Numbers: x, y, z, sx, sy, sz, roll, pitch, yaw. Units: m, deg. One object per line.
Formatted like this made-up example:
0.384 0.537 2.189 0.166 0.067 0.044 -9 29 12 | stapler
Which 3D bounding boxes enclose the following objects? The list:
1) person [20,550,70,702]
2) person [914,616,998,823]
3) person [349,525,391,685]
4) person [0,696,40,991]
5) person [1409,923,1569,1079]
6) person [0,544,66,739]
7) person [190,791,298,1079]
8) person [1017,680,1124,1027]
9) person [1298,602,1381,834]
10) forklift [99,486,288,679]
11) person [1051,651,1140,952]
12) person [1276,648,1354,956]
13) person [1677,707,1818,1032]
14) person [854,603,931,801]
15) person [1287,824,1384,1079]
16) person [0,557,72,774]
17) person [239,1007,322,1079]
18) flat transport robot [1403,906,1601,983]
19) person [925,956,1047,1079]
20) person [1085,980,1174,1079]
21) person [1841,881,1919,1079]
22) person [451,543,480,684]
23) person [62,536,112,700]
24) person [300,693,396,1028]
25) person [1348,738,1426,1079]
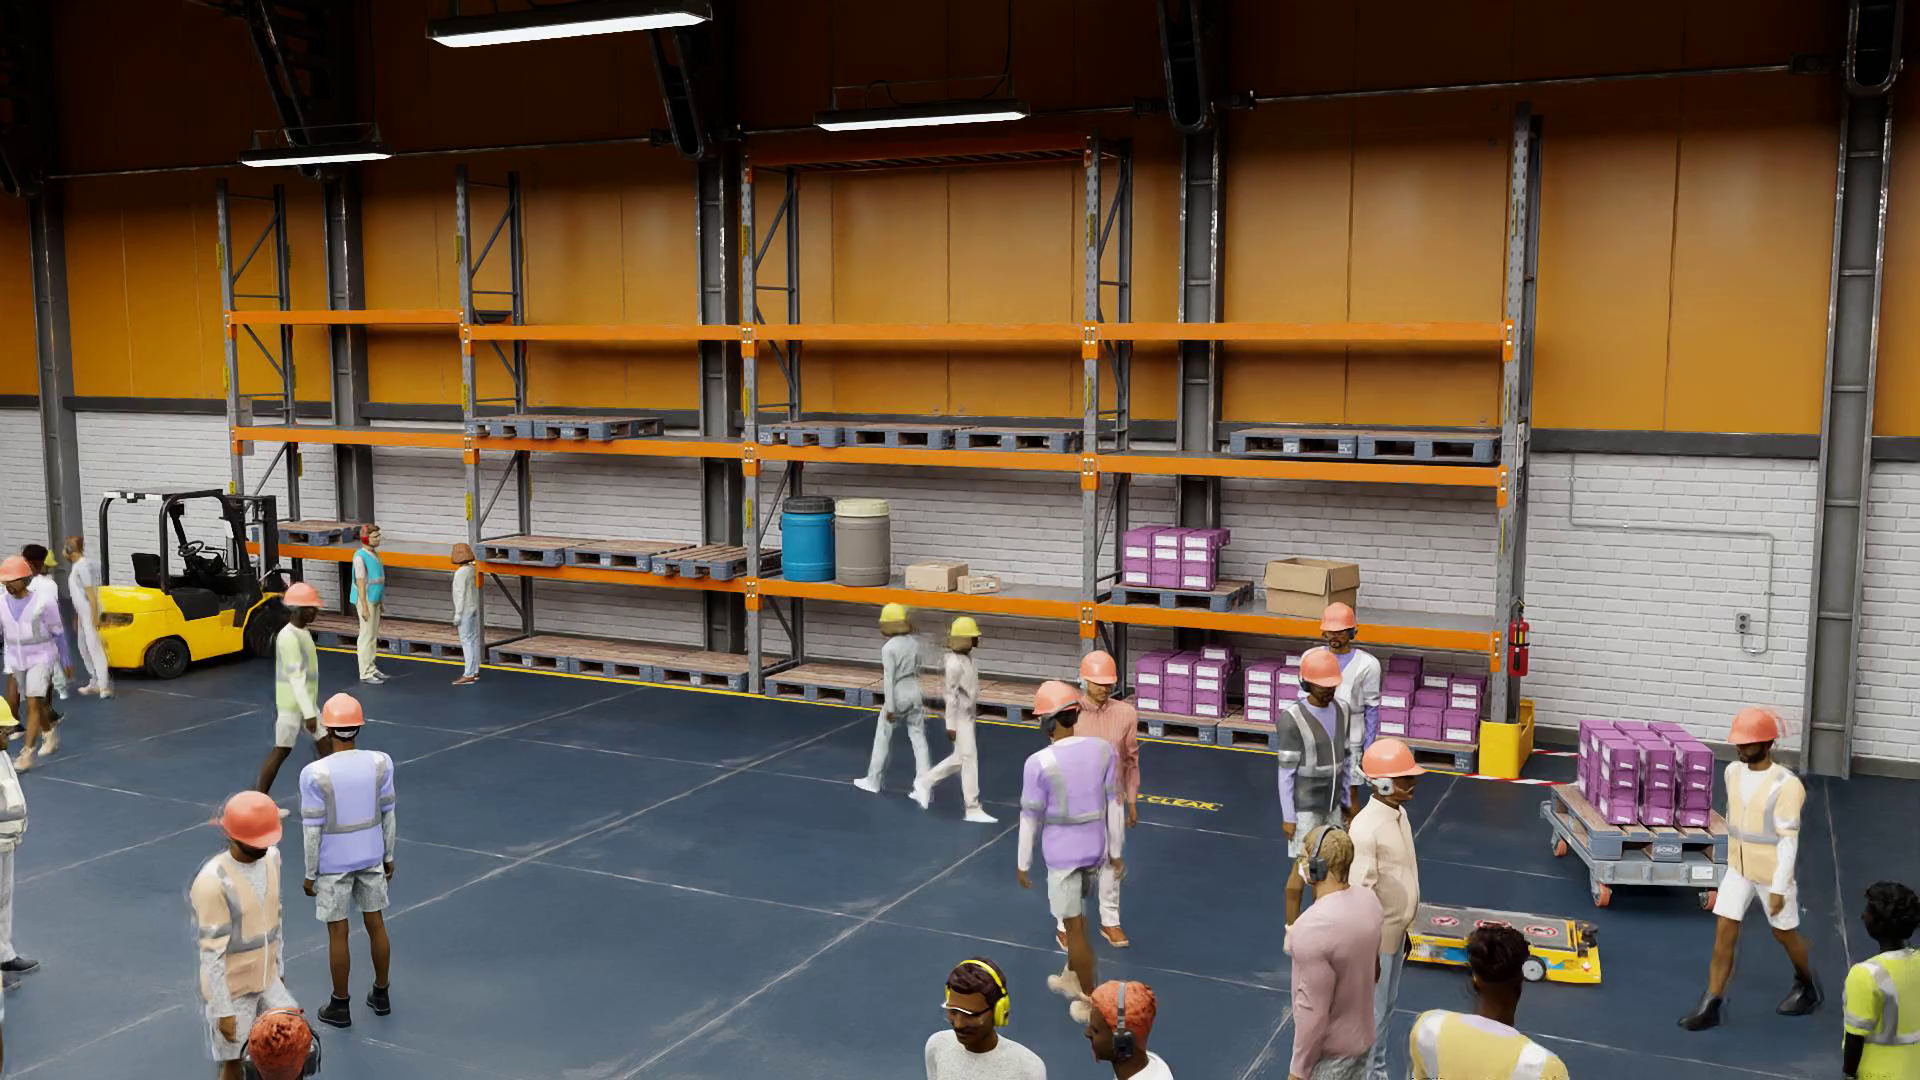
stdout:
-10.123 0.925 18.298 0.499 1.714 0.481 2 7 15 | person
-0.045 1.468 13.749 0.708 1.723 0.489 2 7 18 | person
-6.838 0.739 19.238 0.389 1.848 0.563 0 7 -3 | person
-5.941 1.849 10.201 0.403 1.820 0.596 -2 7 -14 | person
1.820 2.321 5.869 0.618 1.937 0.864 7 10 44 | person
-9.399 0.993 16.818 0.766 1.910 0.904 0 7 -2 | person
-3.340 2.090 7.831 0.426 1.901 0.589 2 7 18 | person
0.584 1.810 9.739 0.636 2.003 0.833 -5 8 -33 | person
2.799 1.473 12.374 0.607 2.044 0.378 3 8 26 | person
-9.426 0.454 20.179 1.214 2.155 2.313 3 8 26 | forklift
0.881 1.693 10.818 0.609 1.985 0.409 -2 7 -17 | person
2.299 1.685 10.677 0.619 2.031 0.402 -5 8 -35 | person
4.656 1.890 9.641 1.012 1.888 0.561 -3 8 -25 | person
-0.576 1.392 14.421 0.864 1.702 0.496 6 9 43 | person
1.581 2.164 7.096 0.356 1.938 0.633 6 9 39 | person
-8.704 1.129 15.519 0.636 1.982 1.068 0 7 1 | person
-2.126 2.413 5.314 0.577 1.879 0.352 -2 7 -14 | person
3.334 2.559 10.662 1.431 0.197 0.652 2 7 18 | flat transport robot
0.075 2.358 5.831 0.512 1.862 0.322 5 8 35 | person
0.583 2.383 5.565 0.349 1.879 0.568 1 7 10 | person
4.012 2.300 7.084 0.539 1.673 0.739 -4 8 -28 | person
-5.733 0.845 19.246 0.280 1.633 0.503 0 7 1 | person
-9.657 0.863 18.422 0.384 1.810 0.712 -5 9 -37 | person
-3.562 1.851 9.686 0.548 1.938 0.358 -6 9 -42 | person
2.128 1.981 8.367 0.376 1.997 0.612 4 8 29 | person
